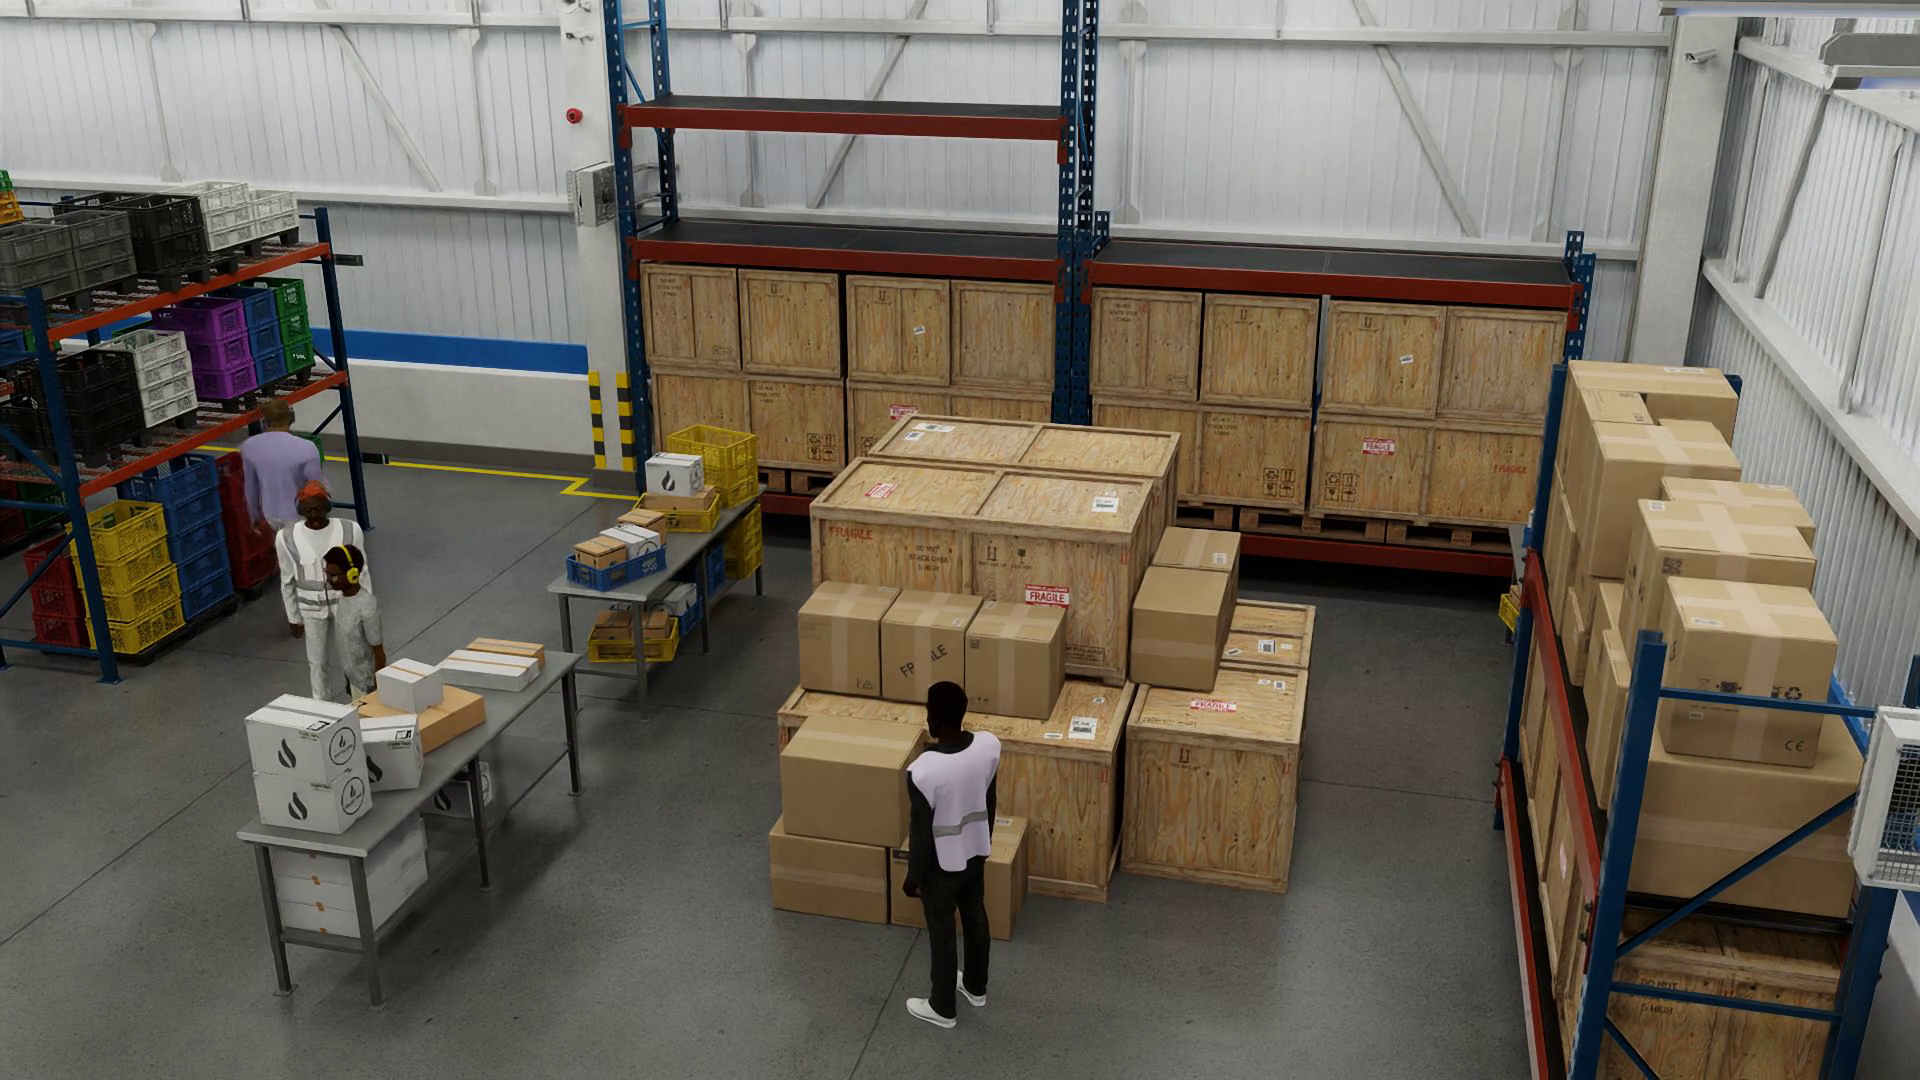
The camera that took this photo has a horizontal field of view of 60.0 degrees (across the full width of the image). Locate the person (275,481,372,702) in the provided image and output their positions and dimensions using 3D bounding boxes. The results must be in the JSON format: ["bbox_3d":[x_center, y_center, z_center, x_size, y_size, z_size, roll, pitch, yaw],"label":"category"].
[{"bbox_3d":[-4.363,0.480,11.522,0.578,1.877,0.343,-8,22,-19],"label":"person"}]

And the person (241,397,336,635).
[{"bbox_3d":[-5.296,-0.196,13.234,0.679,1.915,0.514,5,21,13],"label":"person"}]

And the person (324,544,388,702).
[{"bbox_3d":[-3.753,0.901,10.433,0.329,1.867,0.510,-17,26,-37],"label":"person"}]

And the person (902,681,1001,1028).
[{"bbox_3d":[-0.041,1.607,8.518,0.391,1.916,0.593,20,28,41],"label":"person"}]
